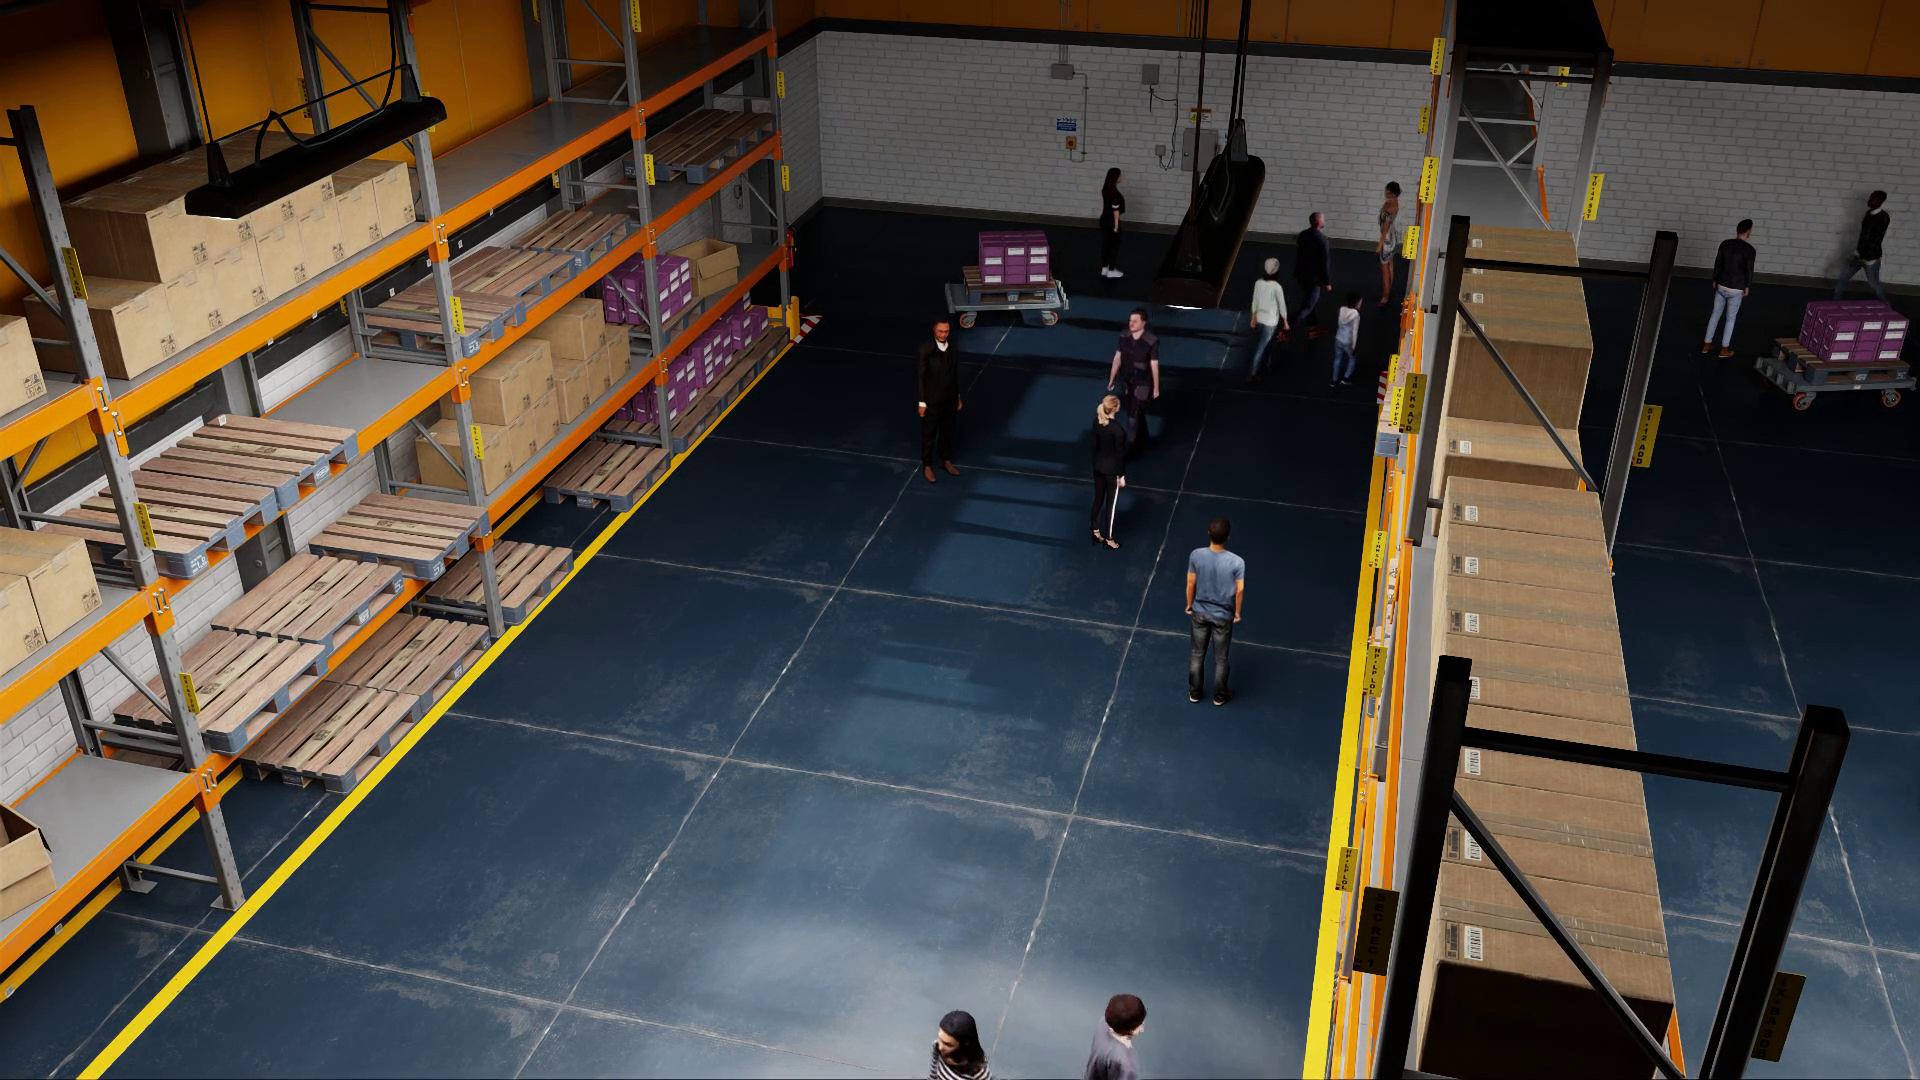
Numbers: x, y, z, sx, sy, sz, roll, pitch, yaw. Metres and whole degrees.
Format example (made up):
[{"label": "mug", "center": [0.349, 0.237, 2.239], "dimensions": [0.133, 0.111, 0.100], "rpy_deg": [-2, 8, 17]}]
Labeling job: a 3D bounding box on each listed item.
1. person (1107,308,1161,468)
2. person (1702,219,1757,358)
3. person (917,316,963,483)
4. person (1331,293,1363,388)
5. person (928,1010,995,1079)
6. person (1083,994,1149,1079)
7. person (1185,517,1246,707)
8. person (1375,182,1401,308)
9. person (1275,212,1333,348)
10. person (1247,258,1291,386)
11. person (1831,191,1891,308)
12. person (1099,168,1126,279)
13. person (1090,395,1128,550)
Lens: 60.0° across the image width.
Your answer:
[{"label": "person", "center": [2.075, -1.777, 18.931], "dimensions": [1.151, 1.817, 1.034], "rpy_deg": [-23, 36, -36]}, {"label": "person", "center": [10.042, -3.293, 21.689], "dimensions": [0.741, 1.836, 0.730], "rpy_deg": [-22, 35, -34]}, {"label": "person", "center": [-0.234, -1.599, 18.514], "dimensions": [0.787, 1.902, 0.855], "rpy_deg": [-17, 33, -28]}, {"label": "person", "center": [4.805, -2.495, 20.842], "dimensions": [0.685, 1.246, 0.635], "rpy_deg": [-25, 37, -38]}, {"label": "person", "center": [0.103, 3.351, 9.621], "dimensions": [1.218, 1.728, 1.006], "rpy_deg": [-24, 37, -37]}, {"label": "person", "center": [0.839, 3.309, 9.676], "dimensions": [0.822, 1.750, 0.725], "rpy_deg": [-16, 32, -26]}, {"label": "person", "center": [2.211, 0.624, 14.536], "dimensions": [0.664, 1.810, 0.569], "rpy_deg": [10, 30, 18]}, {"label": "person", "center": [6.054, -4.185, 23.370], "dimensions": [0.753, 1.793, 0.455], "rpy_deg": [15, 32, 26]}, {"label": "person", "center": [4.565, -3.410, 21.956], "dimensions": [1.205, 1.785, 1.202], "rpy_deg": [-12, 31, -21]}, {"label": "person", "center": [3.799, -2.720, 20.870], "dimensions": [1.040, 1.614, 0.925], "rpy_deg": [-19, 34, -31]}, {"label": "person", "center": [12.564, -3.876, 22.822], "dimensions": [1.031, 1.774, 1.255], "rpy_deg": [-3, 29, -5]}, {"label": "person", "center": [2.180, -4.669, 24.419], "dimensions": [0.774, 1.637, 0.695], "rpy_deg": [-11, 30, -19]}, {"label": "person", "center": [1.506, -0.695, 17.063], "dimensions": [0.722, 1.705, 0.695], "rpy_deg": [-21, 35, -34]}]
